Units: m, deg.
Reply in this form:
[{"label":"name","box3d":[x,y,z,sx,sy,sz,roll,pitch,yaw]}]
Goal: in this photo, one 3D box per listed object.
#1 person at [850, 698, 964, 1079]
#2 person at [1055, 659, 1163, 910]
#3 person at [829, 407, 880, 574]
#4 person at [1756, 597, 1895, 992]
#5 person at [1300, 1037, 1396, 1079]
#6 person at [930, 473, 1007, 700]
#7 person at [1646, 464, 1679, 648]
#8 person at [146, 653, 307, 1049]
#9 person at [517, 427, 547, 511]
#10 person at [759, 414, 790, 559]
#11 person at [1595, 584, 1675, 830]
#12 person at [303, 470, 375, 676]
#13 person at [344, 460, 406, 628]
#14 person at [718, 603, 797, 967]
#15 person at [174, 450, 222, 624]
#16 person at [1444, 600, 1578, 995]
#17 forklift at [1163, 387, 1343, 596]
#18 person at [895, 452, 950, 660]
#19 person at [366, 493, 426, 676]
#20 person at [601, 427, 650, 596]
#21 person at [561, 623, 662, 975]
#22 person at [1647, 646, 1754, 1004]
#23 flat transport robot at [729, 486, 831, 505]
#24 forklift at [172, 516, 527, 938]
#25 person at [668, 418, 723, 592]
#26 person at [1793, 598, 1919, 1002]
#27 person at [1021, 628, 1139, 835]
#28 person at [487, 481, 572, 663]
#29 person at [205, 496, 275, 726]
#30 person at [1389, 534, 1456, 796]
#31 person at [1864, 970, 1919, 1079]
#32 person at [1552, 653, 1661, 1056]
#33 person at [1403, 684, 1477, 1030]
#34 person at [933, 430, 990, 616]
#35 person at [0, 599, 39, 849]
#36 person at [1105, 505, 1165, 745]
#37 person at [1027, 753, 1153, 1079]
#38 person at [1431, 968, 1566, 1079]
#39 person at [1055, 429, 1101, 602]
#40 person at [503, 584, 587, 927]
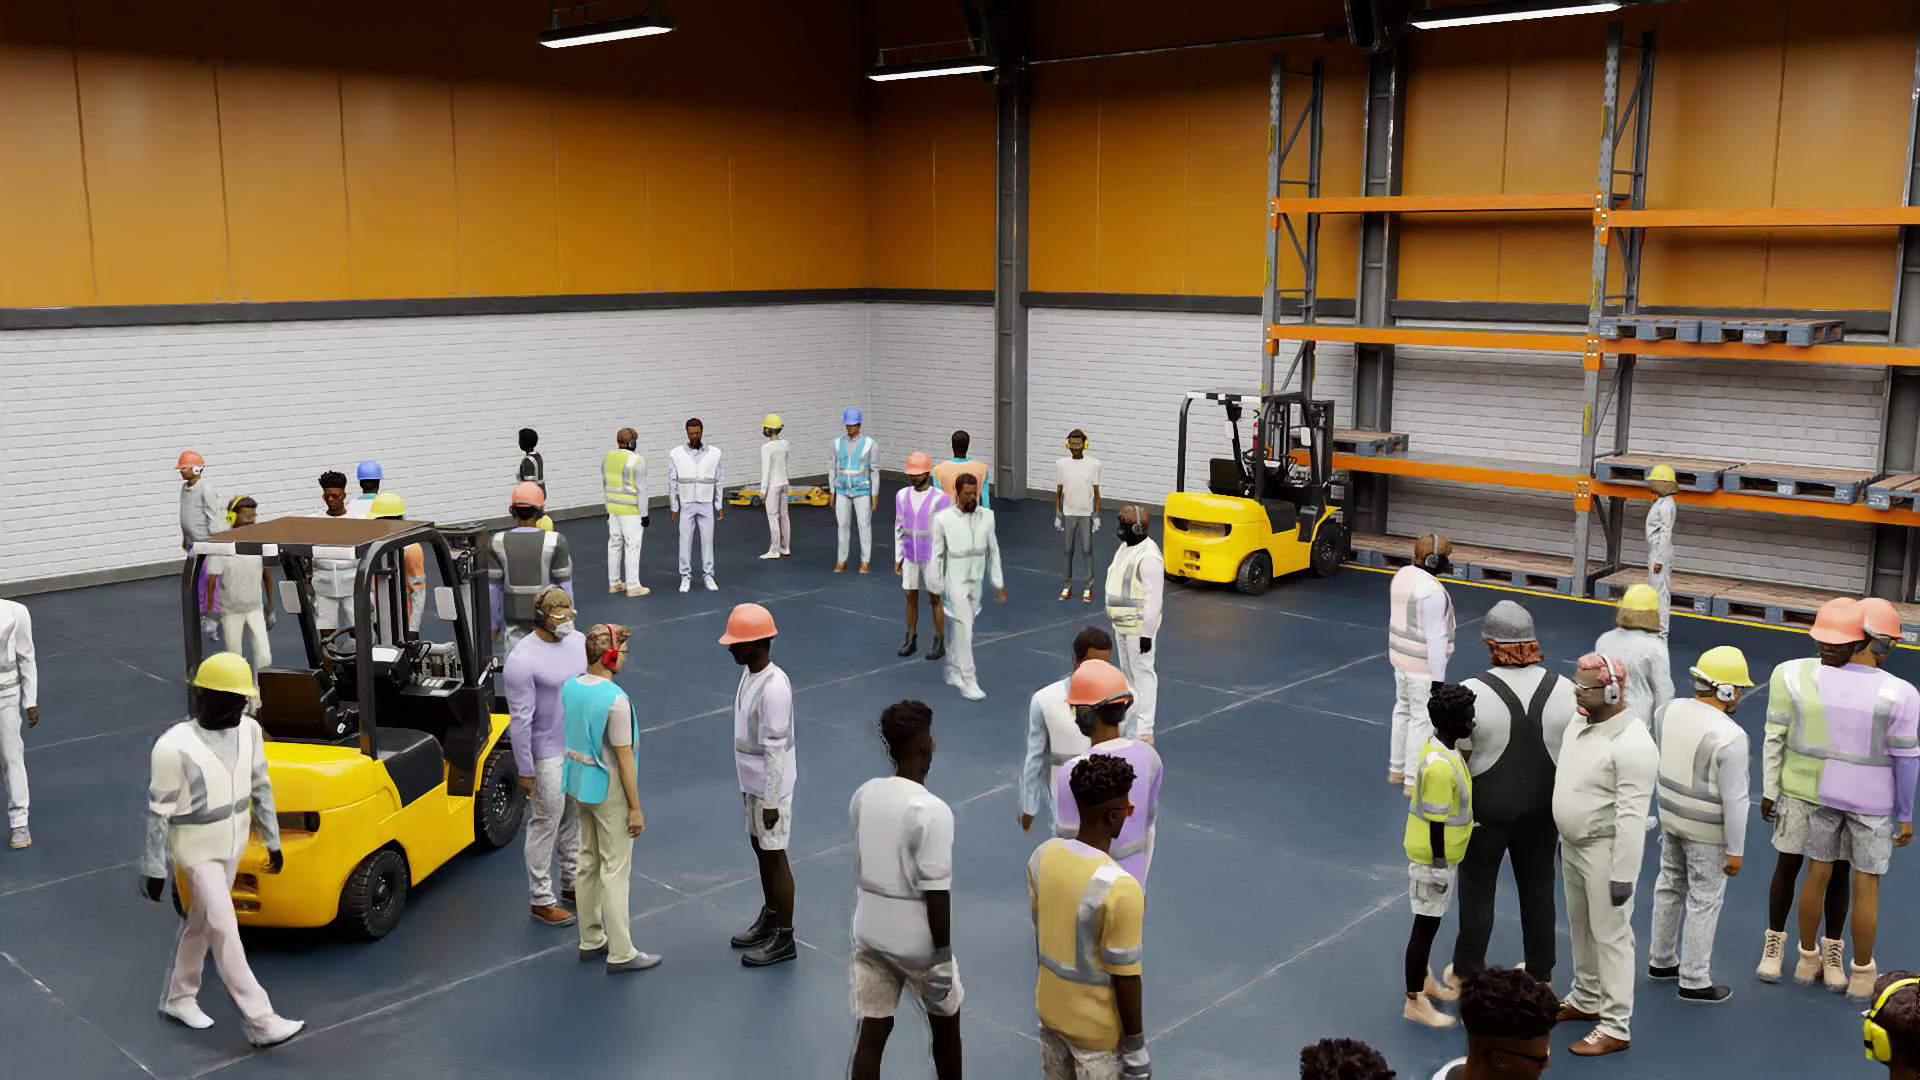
[{"label":"person","box3d":[-0.188,1.615,6.890,0.635,1.916,0.846,9,13,42]},{"label":"person","box3d":[0.593,1.516,7.169,0.409,2.028,0.613,9,14,43]},{"label":"person","box3d":[-1.230,-0.574,19.281,0.609,1.946,0.401,3,10,15]},{"label":"person","box3d":[4.397,1.284,8.441,0.608,2.040,0.394,5,11,25]},{"label":"person","box3d":[0.875,2.136,3.906,0.613,1.934,0.617,1,10,4]},{"label":"person","box3d":[0.113,0.384,14.009,0.598,1.885,0.878,-8,12,-37]},{"label":"person","box3d":[6.593,0.152,15.720,0.284,1.746,0.492,3,10,17]},{"label":"person","box3d":[-3.465,1.465,7.881,0.993,1.868,0.607,4,11,21]},{"label":"person","box3d":[-4.978,-0.460,19.337,0.319,1.698,0.532,0,10,-2]},{"label":"person","box3d":[-2.258,-0.650,20.217,0.306,1.772,0.525,5,11,27]},{"label":"person","box3d":[4.199,1.121,10.301,0.844,1.706,0.498,-5,11,-26]},{"label":"person","box3d":[-5.101,0.398,13.687,0.603,1.967,0.366,-2,10,-12]},{"label":"person","box3d":[-5.093,0.272,14.496,0.605,1.939,0.415,0,10,-2]},{"label":"person","box3d":[-1.064,1.279,8.787,0.389,1.930,0.544,-4,11,-21]},{"label":"person","box3d":[-7.670,-0.030,16.731,0.563,1.753,0.335,8,13,37]},{"label":"person","box3d":[2.739,1.291,8.393,0.686,2.000,0.535,0,10,-2]},{"label":"forklift","box3d":[3.298,-0.608,18.767,1.214,2.155,2.313,9,13,42]},{"label":"person","box3d":[-0.359,0.143,15.264,0.546,1.927,0.393,5,11,25]},{"label":"person","box3d":[-4.303,0.591,12.696,0.585,1.929,0.370,8,13,39]},{"label":"person","box3d":[-3.633,-0.311,18.152,0.641,1.833,0.431,8,13,37]},{"label":"person","box3d":[-1.860,1.344,8.668,0.389,1.838,0.563,-10,14,-43]},{"label":"person","box3d":[3.709,1.417,8.316,0.403,1.820,0.603,-3,10,-15]},{"label":"flat transport robot","box3d":[-2.645,-0.664,24.558,1.431,0.197,0.652,0,10,1]},{"label":"forklift","box3d":[-3.583,0.976,9.748,1.214,2.155,2.313,2,10,11]},{"label":"person","box3d":[-2.906,-0.391,18.316,0.596,1.918,0.386,-3,10,-16]},{"label":"person","box3d":[4.504,1.295,8.389,0.392,2.035,0.605,-8,13,-38]},{"label":"person","box3d":[0.631,1.336,8.687,0.601,1.857,1.047,-4,11,-21]},{"label":"person","box3d":[-3.205,0.573,12.480,0.615,2.039,0.393,0,10,-1]},{"label":"person","box3d":[-5.609,0.590,12.958,0.592,1.847,0.515,-8,13,-40]},{"label":"person","box3d":[3.182,0.859,11.465,0.429,1.833,0.636,-2,10,-9]},{"label":"person","box3d":[2.512,2.070,4.488,0.519,1.860,0.320,1,10,8]},{"label":"person","box3d":[2.987,1.461,7.845,0.397,1.900,0.649,-1,10,-6]},{"label":"person","box3d":[2.328,1.519,8.101,0.318,1.691,0.539,3,10,18]},{"label":"person","box3d":[0.011,-0.168,17.048,0.593,1.920,0.392,-2,10,-9]},{"label":"person","box3d":[-6.088,1.018,10.397,0.574,1.883,0.360,-3,10,-17]},{"label":"person","box3d":[1.314,0.649,12.616,0.430,1.845,0.623,-2,10,-13]},{"label":"person","box3d":[0.477,1.737,6.102,0.379,1.958,0.608,-6,11,-29]},{"label":"person","box3d":[1.313,2.039,4.513,1.017,1.919,0.638,3,10,16]},{"label":"person","box3d":[1.262,-0.264,17.781,0.504,1.861,0.329,2,10,12]},{"label":"person","box3d":[-2.264,1.190,9.299,0.375,1.930,0.636,5,11,24]}]
